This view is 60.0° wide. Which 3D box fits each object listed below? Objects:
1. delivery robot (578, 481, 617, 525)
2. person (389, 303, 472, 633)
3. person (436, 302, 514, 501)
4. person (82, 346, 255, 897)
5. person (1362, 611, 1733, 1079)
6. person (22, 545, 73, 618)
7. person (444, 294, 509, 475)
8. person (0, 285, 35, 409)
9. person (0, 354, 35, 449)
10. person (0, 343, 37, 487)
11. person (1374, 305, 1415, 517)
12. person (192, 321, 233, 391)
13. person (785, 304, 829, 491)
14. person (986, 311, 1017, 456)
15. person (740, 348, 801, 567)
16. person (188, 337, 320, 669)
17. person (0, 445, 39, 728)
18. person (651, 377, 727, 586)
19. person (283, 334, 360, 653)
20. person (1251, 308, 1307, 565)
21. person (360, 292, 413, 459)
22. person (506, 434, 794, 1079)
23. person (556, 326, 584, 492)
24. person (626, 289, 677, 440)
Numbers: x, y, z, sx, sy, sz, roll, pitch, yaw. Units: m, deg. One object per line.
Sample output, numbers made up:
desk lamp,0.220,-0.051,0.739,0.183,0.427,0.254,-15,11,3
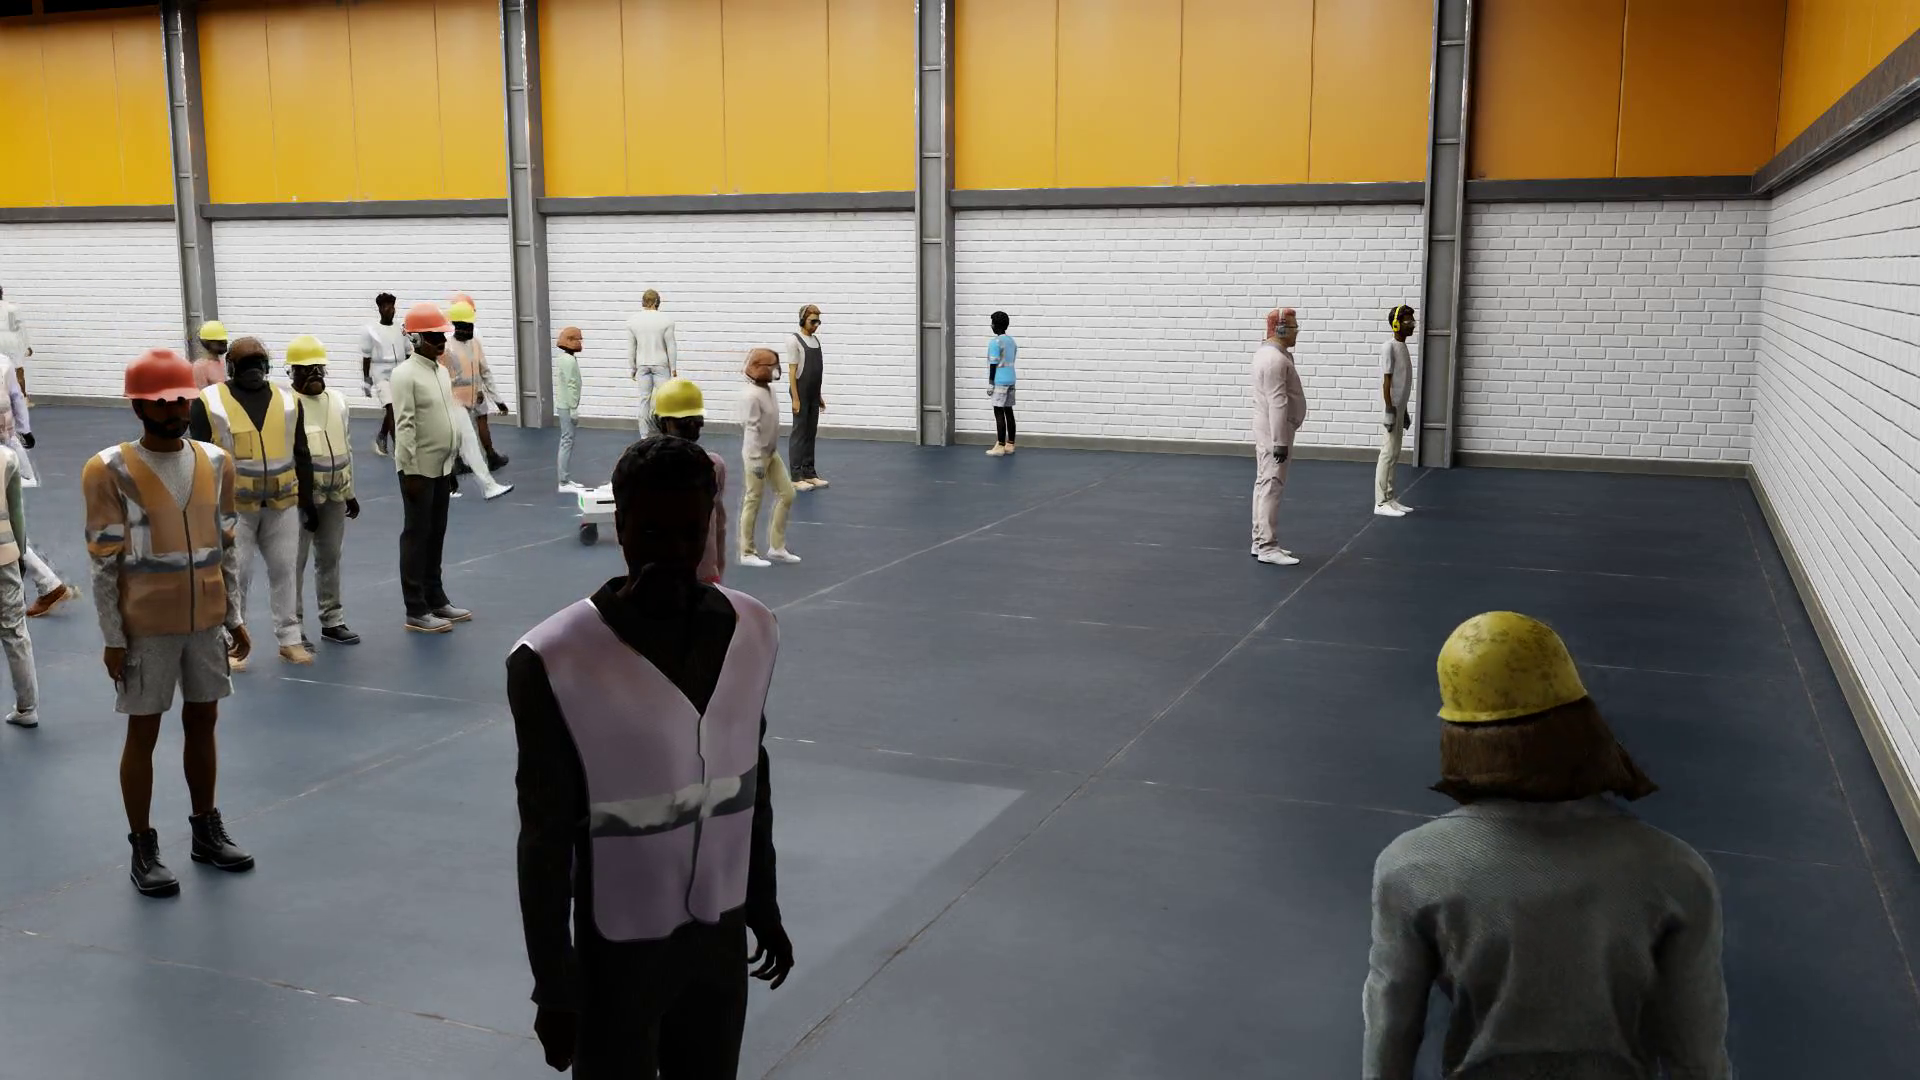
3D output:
delivery robot,-2.716,-0.303,13.388,0.707,0.478,0.477,-2,10,-14
person,-3.241,-0.445,10.175,0.389,1.996,0.612,1,9,8
person,-4.662,-1.298,15.731,1.009,1.871,0.600,3,10,17
person,-2.802,0.280,5.955,0.378,1.938,0.547,7,12,36
person,0.850,0.968,2.474,0.508,1.694,0.533,2,10,12
person,-6.075,-0.375,10.236,0.989,1.844,0.577,-9,13,-43
person,-5.245,-1.668,17.821,0.569,1.917,0.710,4,10,22
person,-14.679,-2.981,25.568,0.693,1.995,0.457,-3,10,-16
person,-7.861,-0.873,13.392,0.960,1.797,0.636,5,11,30
person,-9.708,-1.394,16.456,0.946,1.828,0.516,-5,11,-27
person,3.904,-1.153,14.840,0.328,1.873,0.519,5,11,30
person,-6.402,-1.007,14.319,0.410,1.753,0.547,1,9,8
person,-1.517,-1.414,16.524,0.345,1.840,0.504,5,11,27
person,0.488,-1.830,19.497,0.319,1.691,0.531,5,11,28
person,-1.389,-0.596,12.214,0.556,1.614,0.535,3,10,16
person,-3.882,-0.196,9.198,0.661,1.836,0.440,-8,12,-40
person,-4.613,0.124,7.810,0.311,1.636,0.523,4,10,22
person,-1.195,0.180,7.127,0.530,1.755,0.401,-8,12,-41
person,-3.733,-0.270,9.608,0.403,1.831,0.596,6,11,33
person,2.383,-0.776,12.452,0.407,1.906,0.655,1,9,3
person,-6.602,-1.895,19.194,0.948,1.933,0.617,9,13,42
person,-0.583,0.747,3.190,0.373,1.915,0.594,8,12,40
person,-3.838,-1.287,16.382,0.281,1.630,0.511,-2,10,-14
person,-3.780,-2.114,20.480,0.627,1.934,0.371,1,9,8
